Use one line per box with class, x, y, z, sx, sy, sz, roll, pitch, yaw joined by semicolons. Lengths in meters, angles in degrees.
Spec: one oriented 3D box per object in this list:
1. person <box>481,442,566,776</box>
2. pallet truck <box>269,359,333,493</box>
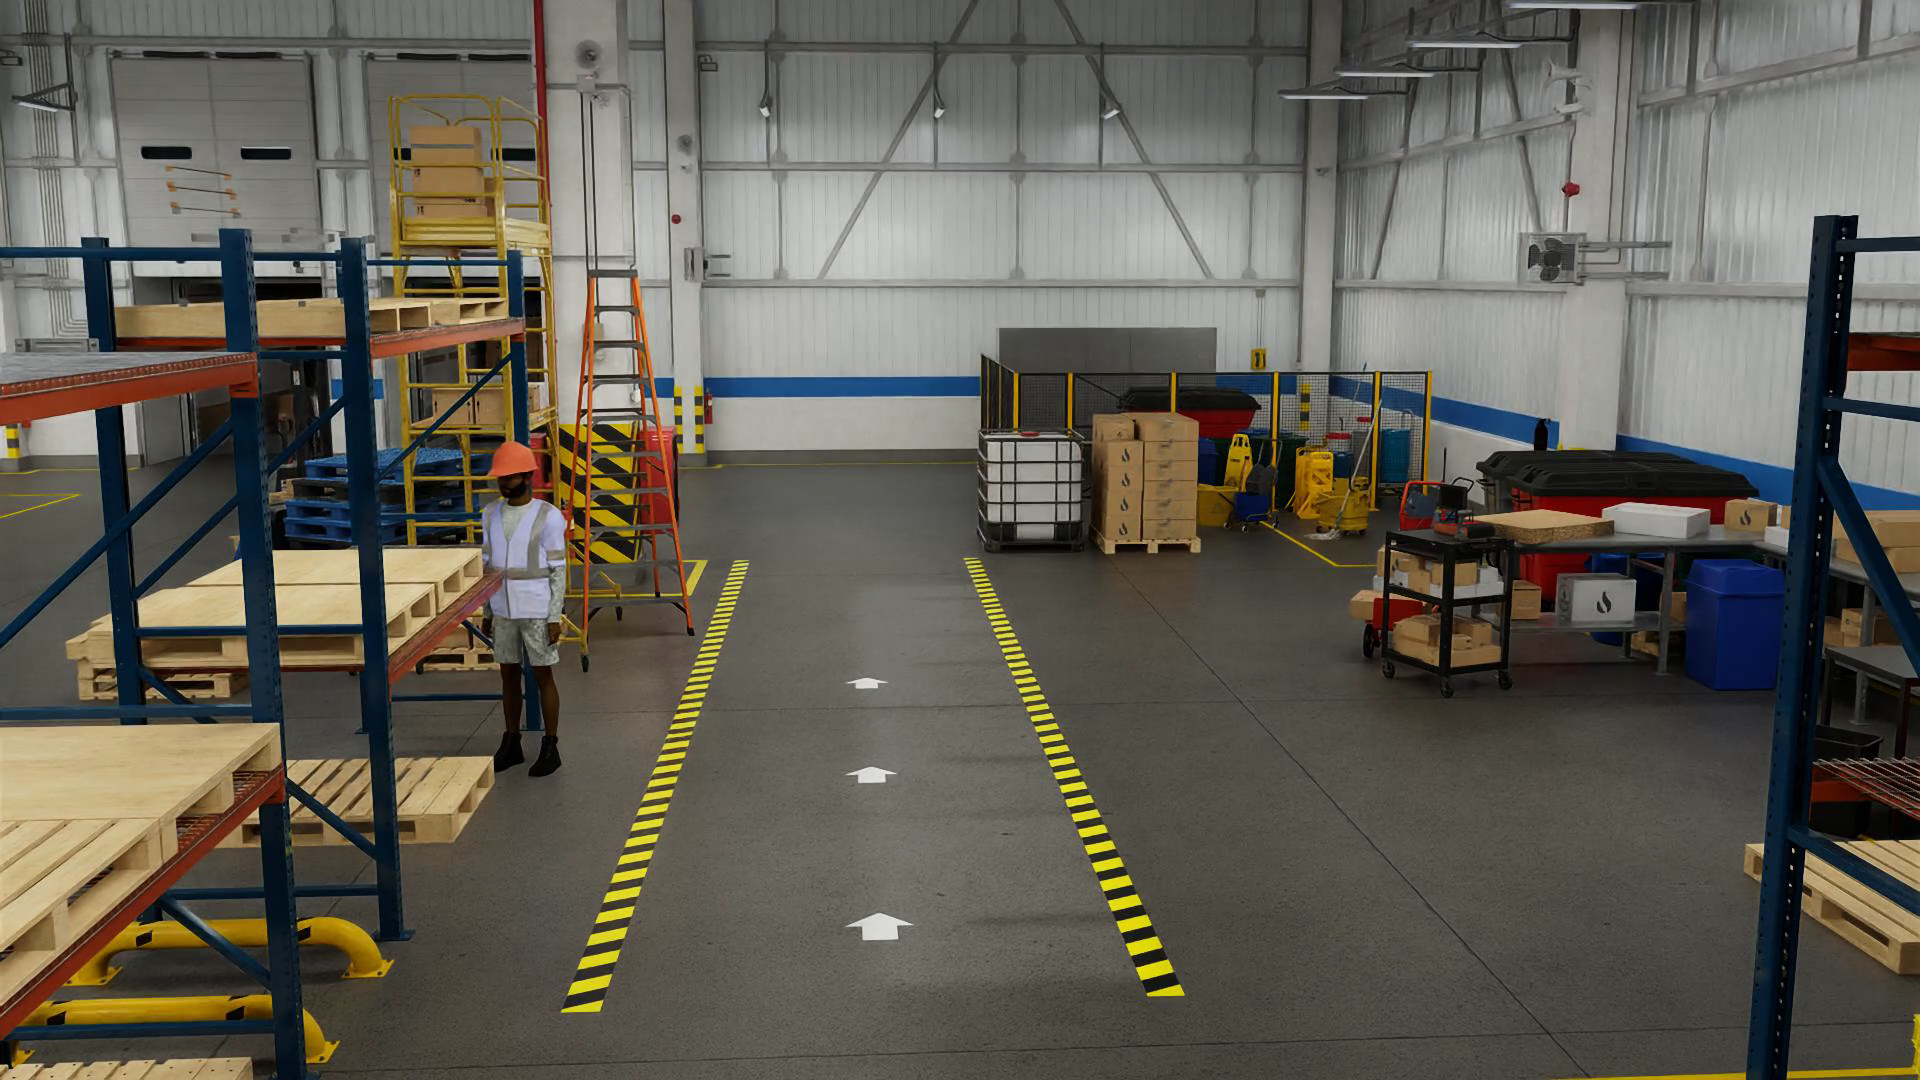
person;-2.532;0.398;9.583;0.545;1.938;0.362;3;9;18
pallet truck;-7.062;-1.131;18.996;1.885;1.965;0.823;2;9;13
